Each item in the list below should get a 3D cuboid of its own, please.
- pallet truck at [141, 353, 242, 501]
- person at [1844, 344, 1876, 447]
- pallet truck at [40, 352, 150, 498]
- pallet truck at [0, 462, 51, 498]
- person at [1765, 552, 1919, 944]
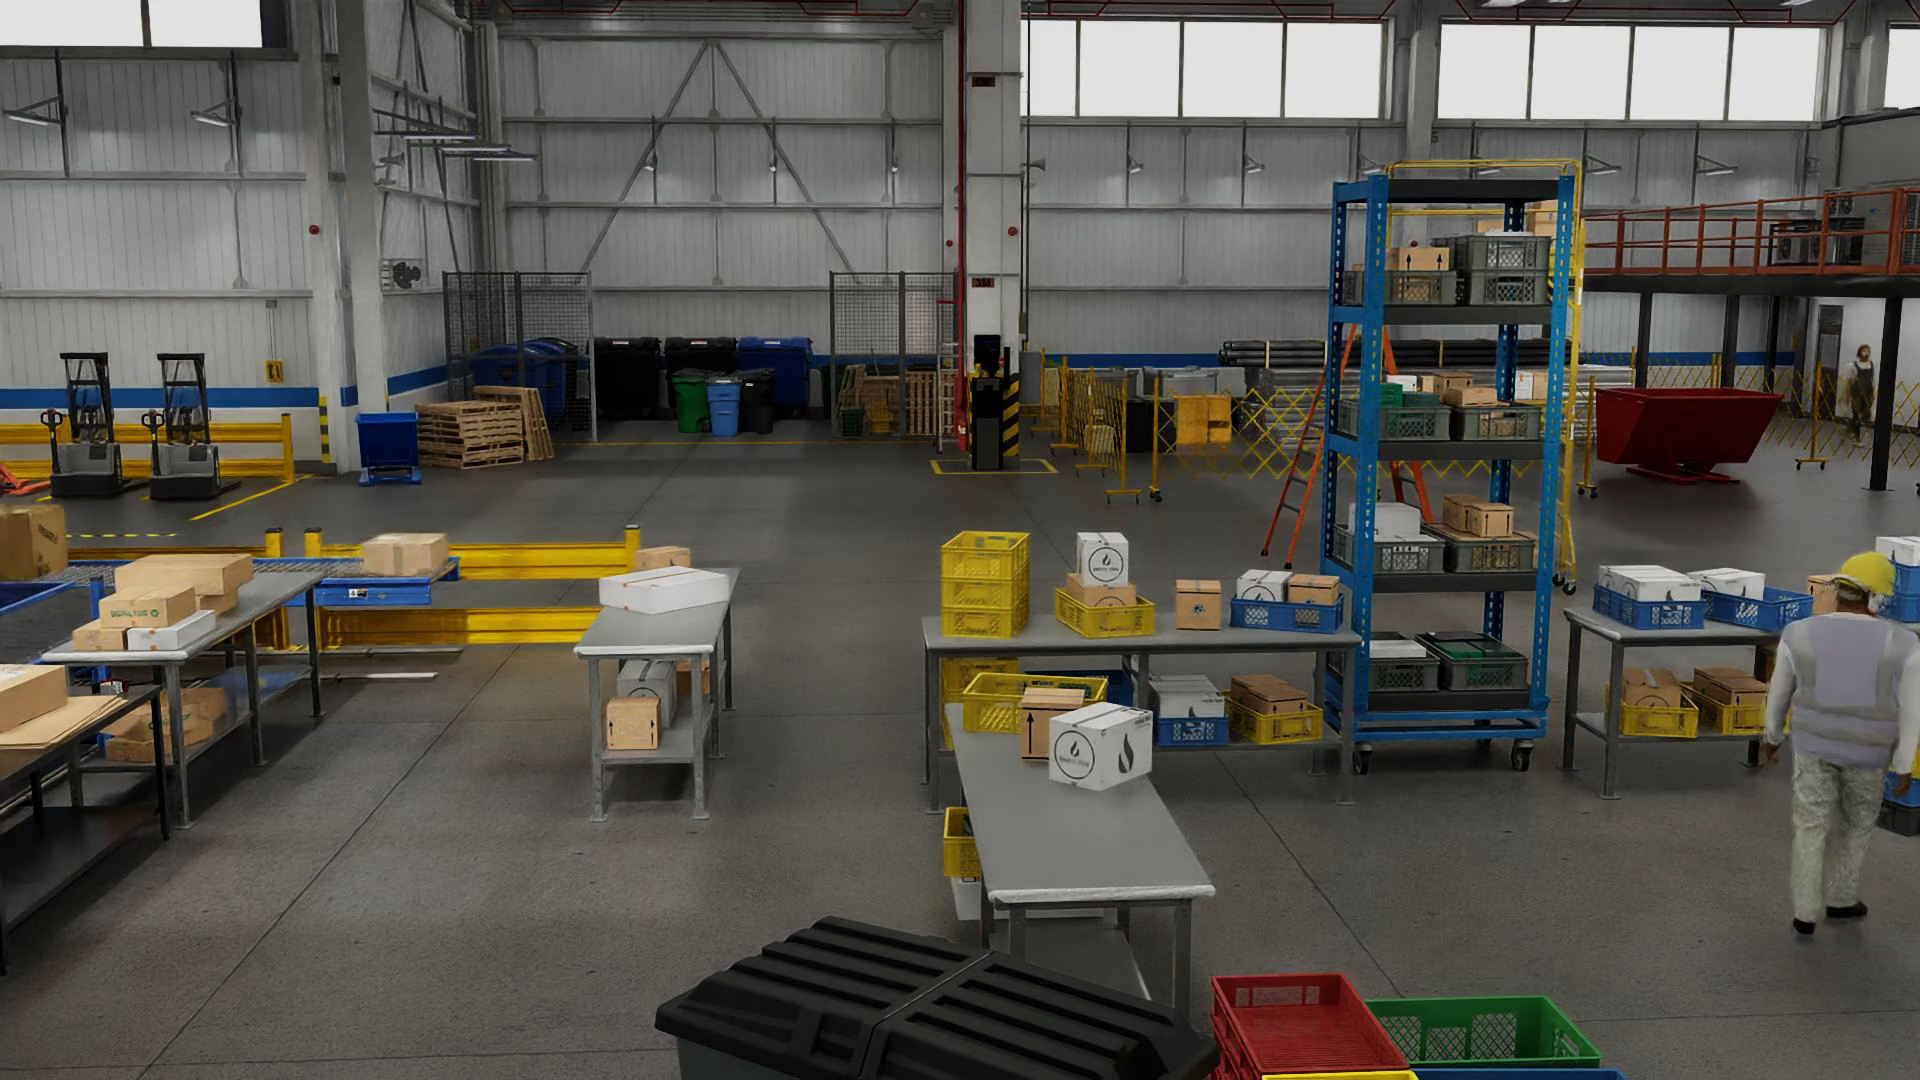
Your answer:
[{"bbox_3d":[-10.520,-1.604,22.925,0.823,1.965,1.885,-1,9,-6],"label":"pallet truck"},{"bbox_3d":[15.927,-2.568,29.484,0.520,1.833,0.590,-1,9,-7],"label":"person"},{"bbox_3d":[-11.907,-1.642,23.165,0.823,1.965,1.885,0,9,0],"label":"pallet truck"},{"bbox_3d":[-13.193,-1.293,23.148,0.653,1.274,1.630,-1,9,-4],"label":"pallet truck"},{"bbox_3d":[4.019,0.937,7.603,0.636,1.800,0.597,6,11,32],"label":"person"}]
